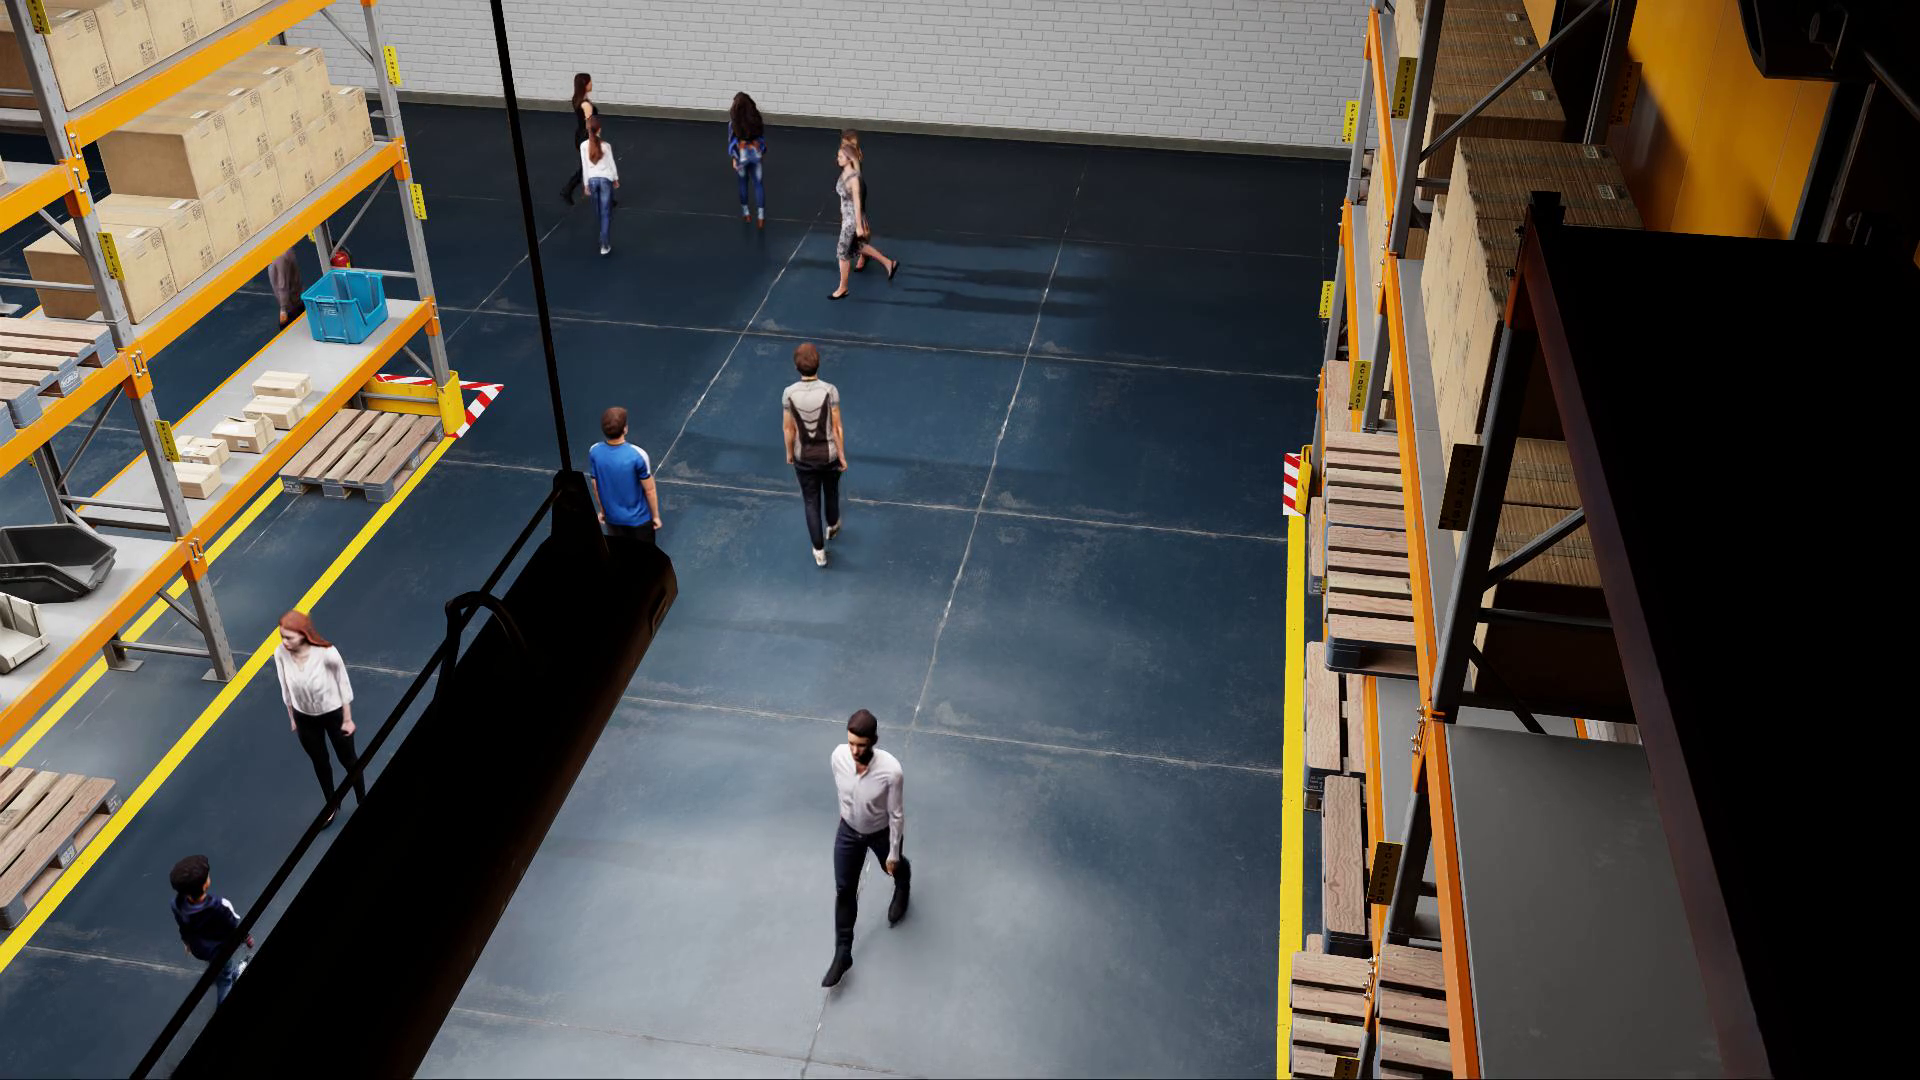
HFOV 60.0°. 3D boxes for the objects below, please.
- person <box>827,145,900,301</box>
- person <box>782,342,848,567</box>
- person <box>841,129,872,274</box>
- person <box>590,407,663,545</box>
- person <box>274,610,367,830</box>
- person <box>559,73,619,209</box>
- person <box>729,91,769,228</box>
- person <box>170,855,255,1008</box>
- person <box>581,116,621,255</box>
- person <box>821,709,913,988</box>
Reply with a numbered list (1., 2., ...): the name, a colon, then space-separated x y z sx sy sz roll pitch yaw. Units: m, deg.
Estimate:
1. person: -1.052 -3.403 17.782 0.964 1.678 1.091 -10 35 -14
2. person: -1.154 -0.641 13.465 0.790 1.858 0.971 -2 34 -2
3. person: -1.111 -3.790 18.384 0.791 1.657 0.496 7 34 10
4. person: -2.564 -0.202 12.797 0.640 1.866 0.562 4 34 7
5. person: -4.147 1.168 10.831 0.620 1.761 0.522 2 34 3
6. person: -4.468 -4.672 19.693 0.962 1.677 0.936 -17 37 -24
7. person: -2.437 -4.431 19.391 0.764 1.610 0.867 -7 34 -10
8. person: -4.334 2.337 9.574 0.543 1.205 0.697 6 34 9
9. person: -4.078 -3.978 18.801 0.592 1.509 1.075 2 34 2
10. person: -0.492 1.691 9.990 0.785 1.821 1.292 12 35 17
